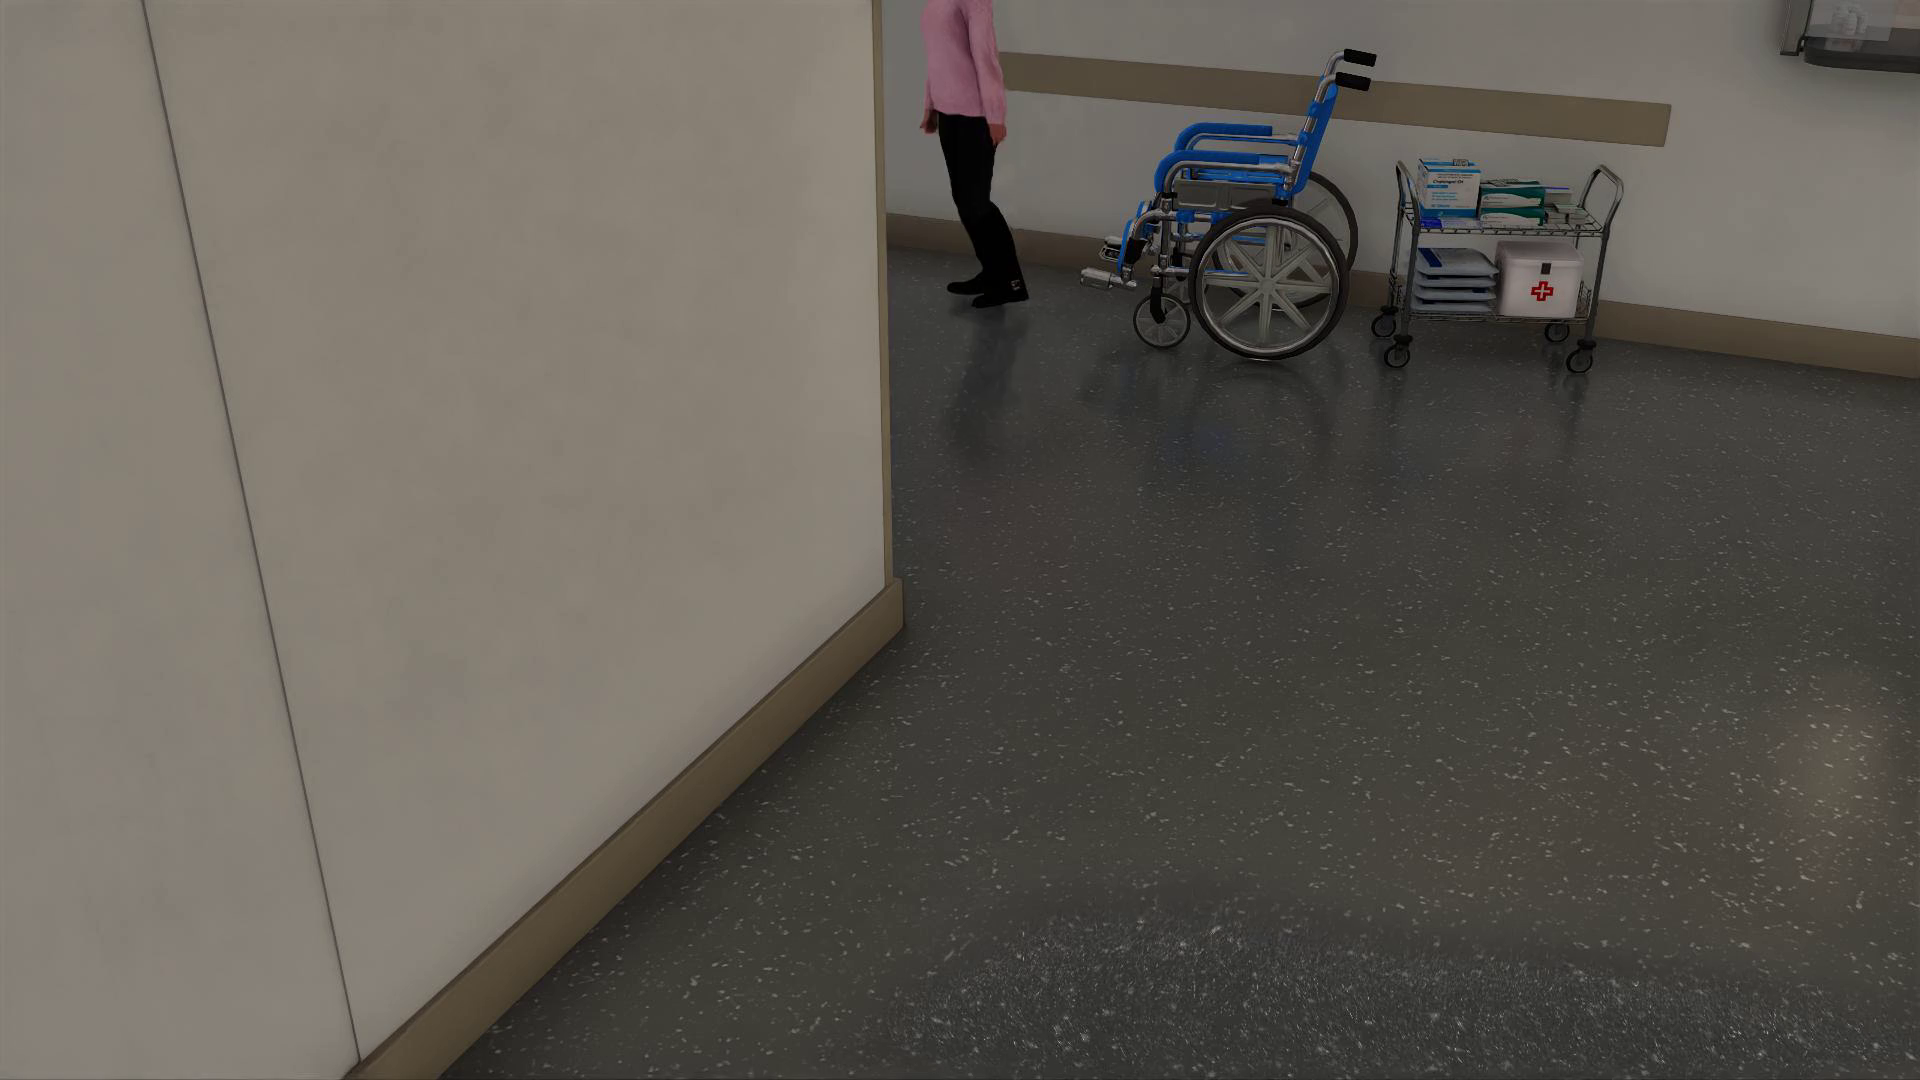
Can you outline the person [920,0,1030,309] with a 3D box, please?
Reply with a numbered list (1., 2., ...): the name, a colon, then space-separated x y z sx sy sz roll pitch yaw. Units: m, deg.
1. person: 0.093 -1.839 7.217 0.849 1.651 0.806 -17 31 -32
